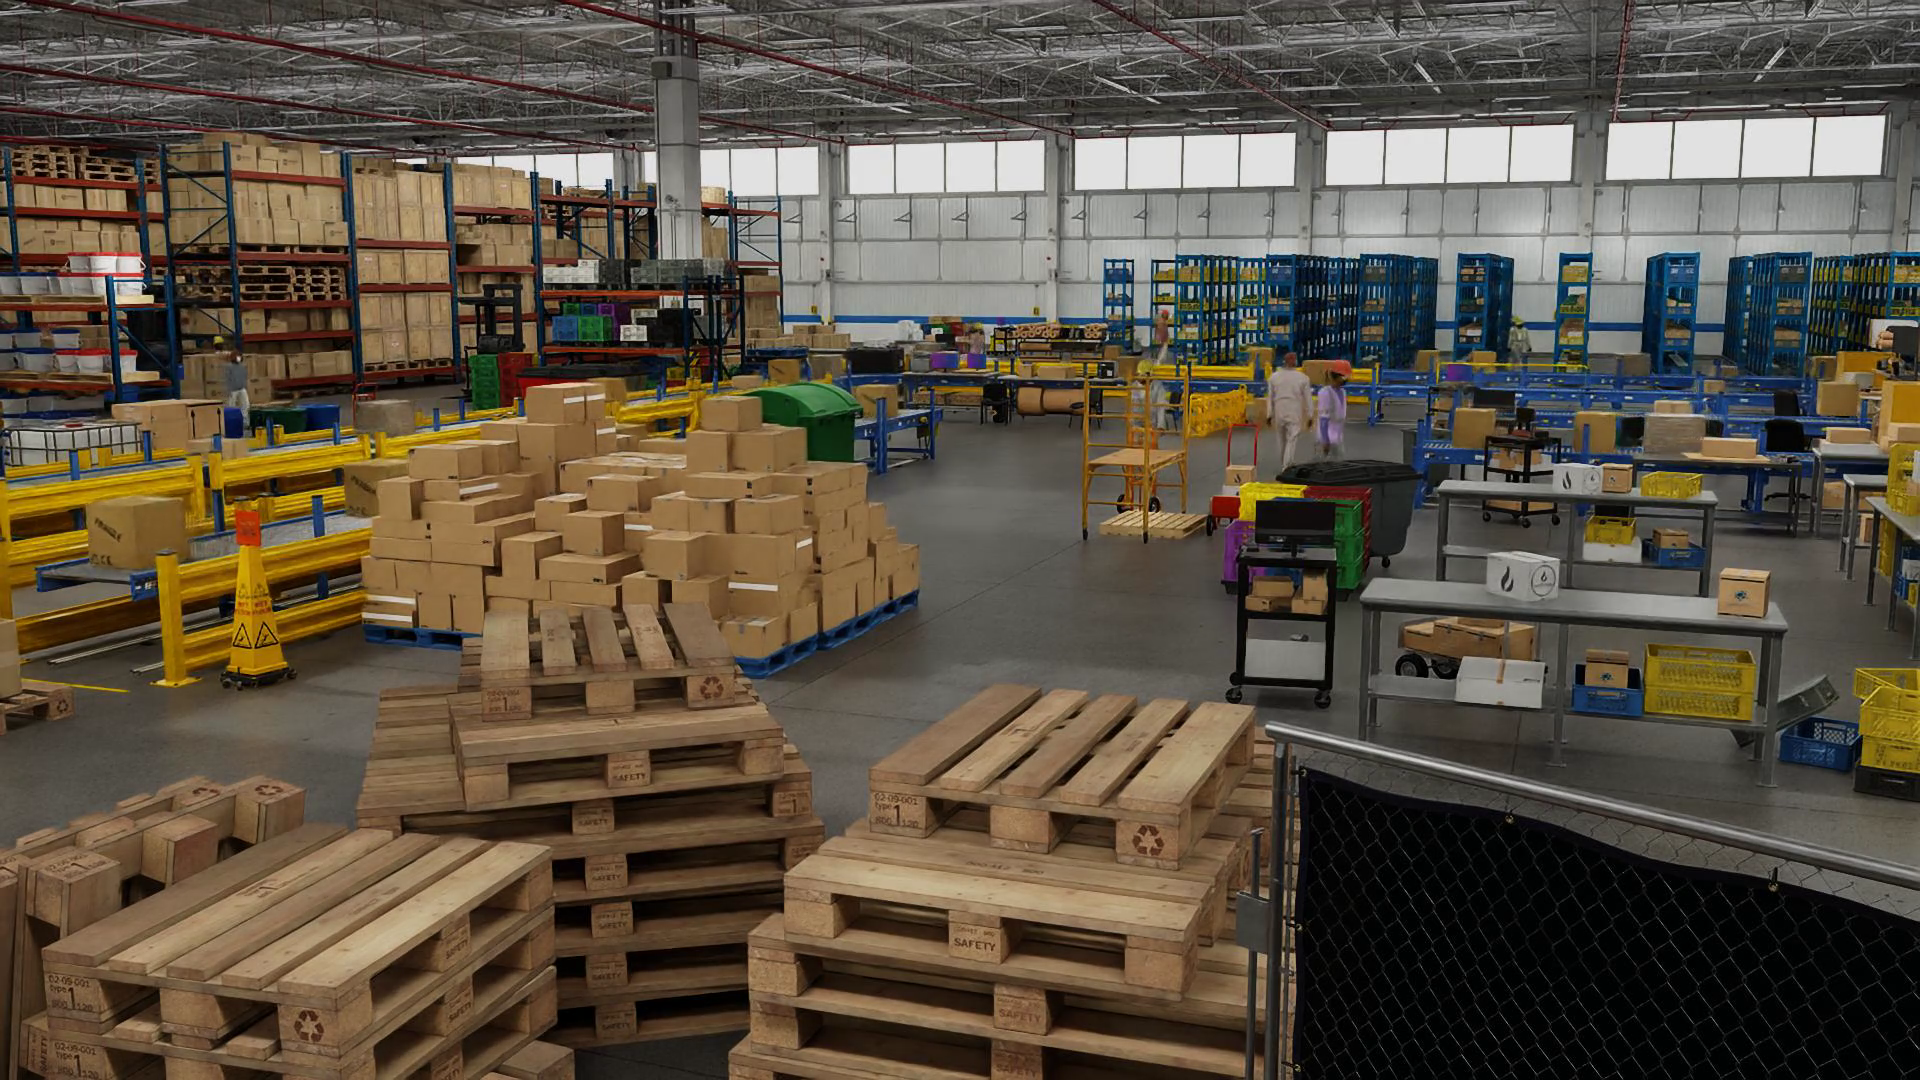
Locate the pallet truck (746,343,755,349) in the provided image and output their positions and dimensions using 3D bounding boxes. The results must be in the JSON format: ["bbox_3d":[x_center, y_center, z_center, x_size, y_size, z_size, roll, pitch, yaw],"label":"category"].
[{"bbox_3d":[-6.183,-4.618,44.264,1.601,1.201,0.680,-9,12,-43],"label":"pallet truck"}]

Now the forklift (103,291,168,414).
[{"bbox_3d":[-17.528,-4.119,35.951,1.873,2.768,1.129,3,10,20],"label":"forklift"}]

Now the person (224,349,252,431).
[{"bbox_3d":[-14.177,-2.931,32.508,0.776,1.606,0.510,5,10,30],"label":"person"}]

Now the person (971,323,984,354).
[{"bbox_3d":[0.547,-5.026,45.253,0.885,1.714,0.547,5,10,29],"label":"person"}]

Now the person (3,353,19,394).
[{"bbox_3d":[-20.434,-3.474,35.613,0.435,1.682,0.552,7,11,37],"label":"person"}]

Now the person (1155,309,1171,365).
[{"bbox_3d":[6.354,-6.188,51.756,0.430,1.980,0.643,2,9,13],"label":"person"}]

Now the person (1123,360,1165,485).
[{"bbox_3d":[2.617,-1.670,23.930,0.626,1.800,0.806,4,10,25],"label":"person"}]

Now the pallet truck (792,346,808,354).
[{"bbox_3d":[-3.705,-4.298,42.022,0.653,1.274,1.630,3,10,20],"label":"pallet truck"}]

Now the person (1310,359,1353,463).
[{"bbox_3d":[4.641,-1.320,21.164,1.032,2.004,0.621,8,12,42],"label":"person"}]

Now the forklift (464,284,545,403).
[{"bbox_3d":[-10.832,-4.702,39.610,1.129,2.768,1.873,3,10,20],"label":"forklift"}]

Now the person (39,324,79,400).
[{"bbox_3d":[-22.000,-4.300,40.304,0.900,1.859,0.658,-9,12,-43],"label":"person"}]

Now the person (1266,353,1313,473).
[{"bbox_3d":[5.037,-1.910,25.304,0.676,1.850,1.008,5,10,28],"label":"person"}]

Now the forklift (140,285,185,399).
[{"bbox_3d":[-17.480,-4.200,36.461,1.873,2.768,1.129,3,10,19],"label":"forklift"}]

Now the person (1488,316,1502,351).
[{"bbox_3d":[16.192,-5.931,50.739,0.569,1.802,0.943,-5,10,-29],"label":"person"}]

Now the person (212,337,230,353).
[{"bbox_3d":[-15.848,-3.522,35.846,0.603,1.702,0.849,6,11,33],"label":"person"}]

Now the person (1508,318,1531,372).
[{"bbox_3d":[16.960,-5.835,50.270,0.701,1.749,0.948,-3,10,-19],"label":"person"}]
